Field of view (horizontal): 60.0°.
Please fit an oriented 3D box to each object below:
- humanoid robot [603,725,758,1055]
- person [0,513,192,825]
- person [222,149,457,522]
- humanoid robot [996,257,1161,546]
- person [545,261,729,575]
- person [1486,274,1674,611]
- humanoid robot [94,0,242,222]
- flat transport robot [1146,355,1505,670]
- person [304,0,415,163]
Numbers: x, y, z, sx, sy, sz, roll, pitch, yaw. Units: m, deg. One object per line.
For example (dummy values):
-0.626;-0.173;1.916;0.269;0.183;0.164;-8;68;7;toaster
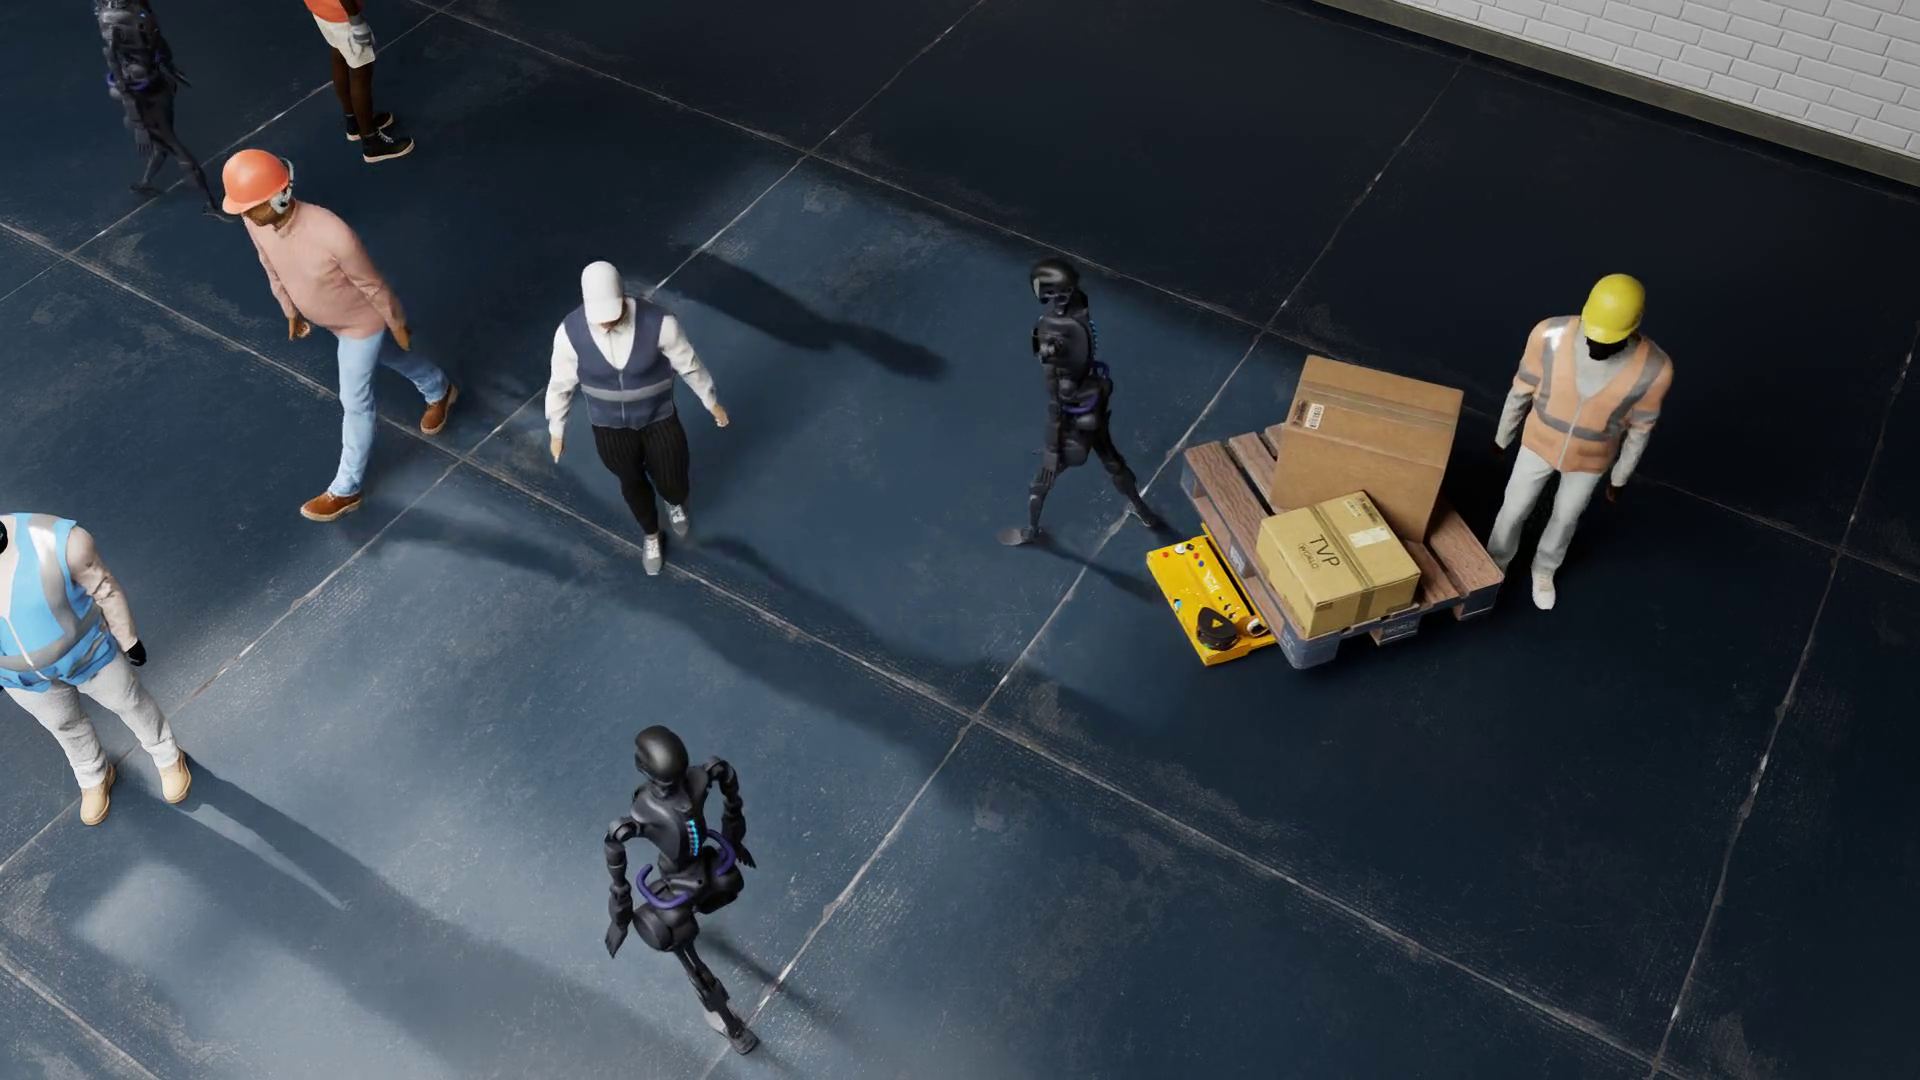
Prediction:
-1.022;1.186;5.867;0.615;1.630;0.755;-36;58;-27;humanoid robot
-3.471;0.446;6.383;0.633;1.839;0.429;-14;50;-12;person
-2.852;-1.034;7.624;0.623;1.916;1.101;24;53;20;person
0.564;-0.562;7.408;0.724;1.617;0.612;14;50;12;humanoid robot
-1.415;-0.539;7.301;0.789;1.746;0.461;-5;49;-4;person
2.565;-0.385;7.065;0.591;1.906;0.449;24;53;19;person
-4.477;-2.449;9.058;0.645;1.648;0.609;8;49;7;humanoid robot
1.656;0.102;7.727;1.431;0.231;0.659;-15;51;-13;flat transport robot
-3.502;-3.058;9.368;0.367;1.958;0.604;-28;54;-22;person
